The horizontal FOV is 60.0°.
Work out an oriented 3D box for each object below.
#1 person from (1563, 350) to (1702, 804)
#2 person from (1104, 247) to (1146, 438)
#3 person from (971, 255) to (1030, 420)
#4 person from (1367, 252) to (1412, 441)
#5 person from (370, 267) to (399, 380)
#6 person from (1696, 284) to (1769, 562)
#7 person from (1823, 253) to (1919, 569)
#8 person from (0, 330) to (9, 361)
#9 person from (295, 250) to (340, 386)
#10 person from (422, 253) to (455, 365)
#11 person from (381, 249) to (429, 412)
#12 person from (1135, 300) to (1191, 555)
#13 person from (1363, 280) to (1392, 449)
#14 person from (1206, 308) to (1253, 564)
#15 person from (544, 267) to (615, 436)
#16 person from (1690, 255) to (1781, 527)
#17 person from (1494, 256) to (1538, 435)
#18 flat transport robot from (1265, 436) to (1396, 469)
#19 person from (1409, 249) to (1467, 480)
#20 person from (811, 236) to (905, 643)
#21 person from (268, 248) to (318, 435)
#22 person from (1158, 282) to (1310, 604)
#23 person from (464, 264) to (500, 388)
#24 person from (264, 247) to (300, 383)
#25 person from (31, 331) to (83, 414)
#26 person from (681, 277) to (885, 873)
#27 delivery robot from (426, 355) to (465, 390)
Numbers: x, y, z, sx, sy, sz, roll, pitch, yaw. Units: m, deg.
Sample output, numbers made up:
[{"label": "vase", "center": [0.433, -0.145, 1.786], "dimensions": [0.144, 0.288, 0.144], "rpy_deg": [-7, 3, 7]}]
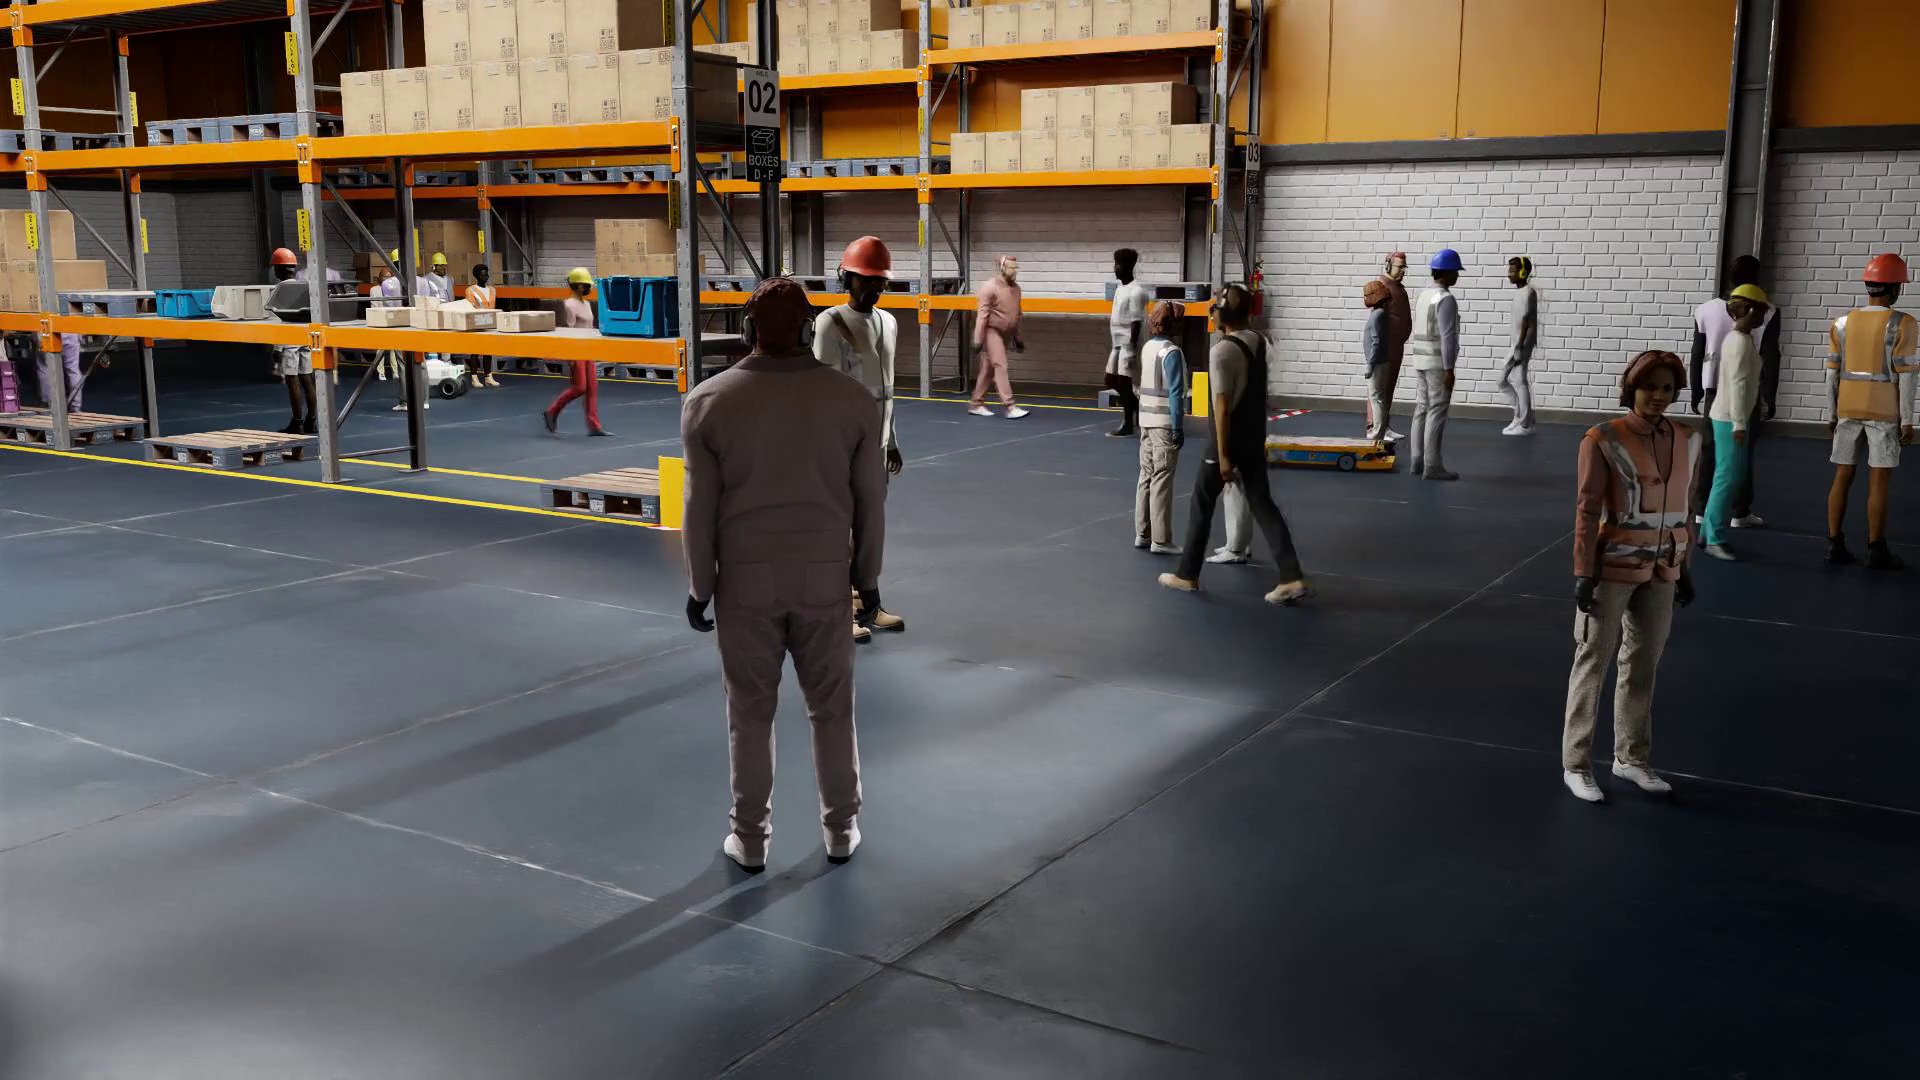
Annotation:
[{"label": "person", "center": [2.436, 0.132, 6.021], "dimensions": [0.518, 1.636, 0.312], "rpy_deg": [-3, 11, -18]}, {"label": "person", "center": [1.725, -2.013, 17.037], "dimensions": [0.466, 1.946, 0.629], "rpy_deg": [-2, 10, -12]}, {"label": "person", "center": [0.479, -2.299, 18.911], "dimensions": [0.958, 1.846, 0.652], "rpy_deg": [6, 12, 32]}, {"label": "person", "center": [4.347, -1.943, 16.779], "dimensions": [0.402, 1.902, 0.652], "rpy_deg": [6, 12, 32]}, {"label": "person", "center": [-8.290, -3.133, 24.118], "dimensions": [0.279, 1.633, 0.498], "rpy_deg": [10, 14, 44]}, {"label": "person", "center": [4.912, -0.746, 10.606], "dimensions": [0.310, 1.745, 0.576], "rpy_deg": [6, 12, 30]}, {"label": "person", "center": [5.640, -0.790, 10.291], "dimensions": [0.360, 1.939, 0.543], "rpy_deg": [-7, 12, -33]}, {"label": "person", "center": [-12.273, -2.740, 20.940], "dimensions": [0.608, 1.995, 0.377], "rpy_deg": [0, 10, 0]}, {"label": "person", "center": [-8.924, -3.137, 23.228], "dimensions": [0.626, 1.977, 1.107], "rpy_deg": [-5, 11, -27]}, {"label": "person", "center": [-7.800, -3.391, 24.998], "dimensions": [0.403, 1.830, 0.600], "rpy_deg": [6, 12, 32]}, {"label": "person", "center": [-6.563, -2.477, 19.698], "dimensions": [0.381, 1.917, 0.585], "rpy_deg": [10, 14, 44]}, {"label": "person", "center": [1.310, -0.726, 10.765], "dimensions": [0.311, 1.638, 0.521], "rpy_deg": [-3, 11, -16]}, {"label": "person", "center": [4.030, -1.697, 16.160], "dimensions": [0.279, 1.633, 0.498], "rpy_deg": [4, 11, 21]}, {"label": "person", "center": [1.713, -0.666, 10.439], "dimensions": [0.313, 1.636, 0.517], "rpy_deg": [4, 11, 21]}, {"label": "person", "center": [-3.927, -1.921, 17.083], "dimensions": [0.640, 1.752, 0.544], "rpy_deg": [2, 10, 11]}, {"label": "person", "center": [5.472, -1.048, 11.784], "dimensions": [0.370, 1.915, 0.597], "rpy_deg": [-10, 14, -44]}, {"label": "person", "center": [5.780, -1.994, 17.199], "dimensions": [0.433, 1.852, 0.553], "rpy_deg": [1, 10, 7]}, {"label": "flat transport robot", "center": [3.170, -0.796, 14.946], "dimensions": [1.431, 0.197, 0.652], "rpy_deg": [3, 11, 16]}, {"label": "person", "center": [4.064, -1.492, 14.154], "dimensions": [0.403, 1.945, 0.615], "rpy_deg": [-1, 10, -7]}, {"label": "person", "center": [-0.489, -0.510, 8.468], "dimensions": [0.394, 2.038, 0.605], "rpy_deg": [7, 12, 34]}, {"label": "person", "center": [-6.932, -2.042, 17.225], "dimensions": [0.366, 1.939, 0.542], "rpy_deg": [3, 11, 15]}, {"label": "person", "center": [1.578, -0.542, 9.324], "dimensions": [0.517, 1.804, 0.970], "rpy_deg": [-8, 13, -38]}, {"label": "person", "center": [-6.561, -2.940, 22.872], "dimensions": [0.317, 1.695, 0.540], "rpy_deg": [6, 12, 32]}, {"label": "person", "center": [-9.572, -3.181, 23.593], "dimensions": [0.658, 1.919, 0.437], "rpy_deg": [6, 12, 32]}, {"label": "person", "center": [-10.290, -2.307, 18.841], "dimensions": [0.773, 1.879, 0.685], "rpy_deg": [6, 12, 29]}, {"label": "person", "center": [-0.569, 0.116, 5.360], "dimensions": [0.651, 1.906, 0.403], "rpy_deg": [-2, 11, -13]}, {"label": "delivery robot", "center": [-6.736, -2.134, 21.315], "dimensions": [0.707, 0.478, 0.477], "rpy_deg": [0, 10, -2]}]
